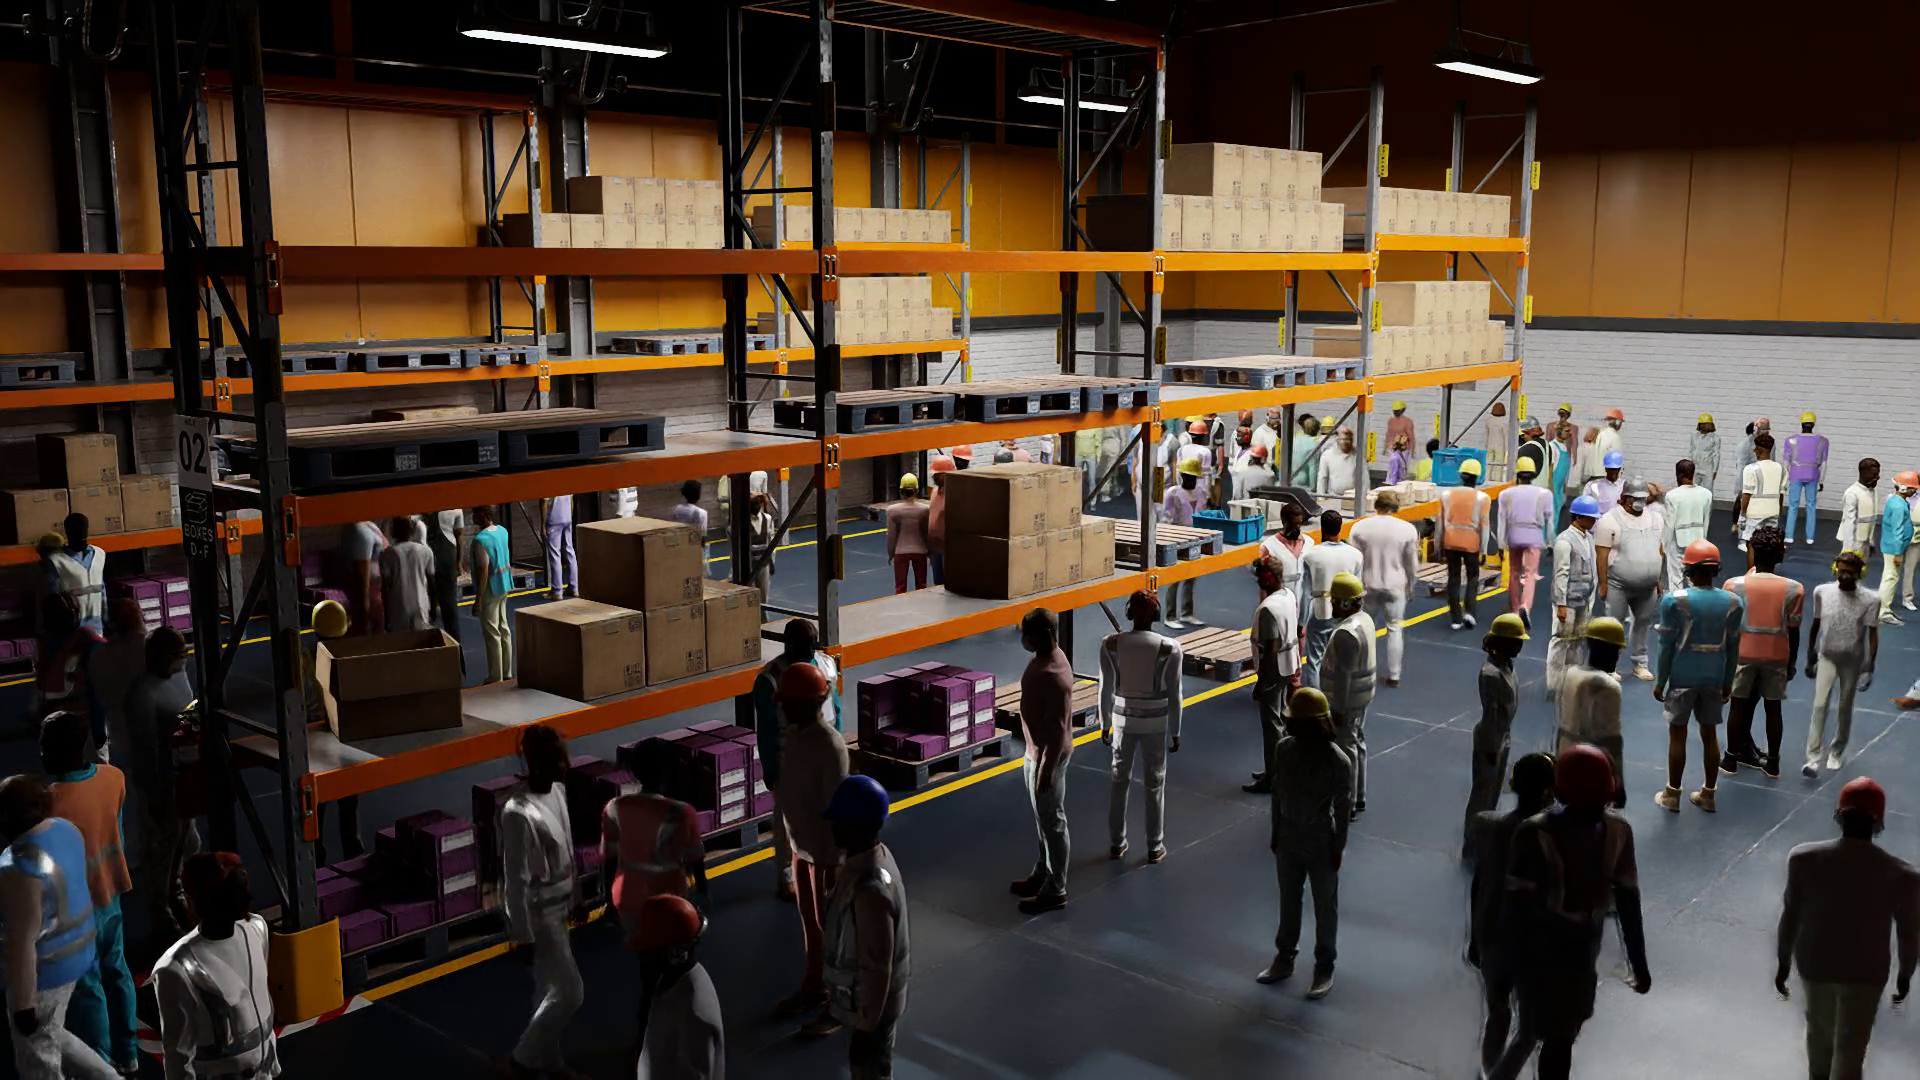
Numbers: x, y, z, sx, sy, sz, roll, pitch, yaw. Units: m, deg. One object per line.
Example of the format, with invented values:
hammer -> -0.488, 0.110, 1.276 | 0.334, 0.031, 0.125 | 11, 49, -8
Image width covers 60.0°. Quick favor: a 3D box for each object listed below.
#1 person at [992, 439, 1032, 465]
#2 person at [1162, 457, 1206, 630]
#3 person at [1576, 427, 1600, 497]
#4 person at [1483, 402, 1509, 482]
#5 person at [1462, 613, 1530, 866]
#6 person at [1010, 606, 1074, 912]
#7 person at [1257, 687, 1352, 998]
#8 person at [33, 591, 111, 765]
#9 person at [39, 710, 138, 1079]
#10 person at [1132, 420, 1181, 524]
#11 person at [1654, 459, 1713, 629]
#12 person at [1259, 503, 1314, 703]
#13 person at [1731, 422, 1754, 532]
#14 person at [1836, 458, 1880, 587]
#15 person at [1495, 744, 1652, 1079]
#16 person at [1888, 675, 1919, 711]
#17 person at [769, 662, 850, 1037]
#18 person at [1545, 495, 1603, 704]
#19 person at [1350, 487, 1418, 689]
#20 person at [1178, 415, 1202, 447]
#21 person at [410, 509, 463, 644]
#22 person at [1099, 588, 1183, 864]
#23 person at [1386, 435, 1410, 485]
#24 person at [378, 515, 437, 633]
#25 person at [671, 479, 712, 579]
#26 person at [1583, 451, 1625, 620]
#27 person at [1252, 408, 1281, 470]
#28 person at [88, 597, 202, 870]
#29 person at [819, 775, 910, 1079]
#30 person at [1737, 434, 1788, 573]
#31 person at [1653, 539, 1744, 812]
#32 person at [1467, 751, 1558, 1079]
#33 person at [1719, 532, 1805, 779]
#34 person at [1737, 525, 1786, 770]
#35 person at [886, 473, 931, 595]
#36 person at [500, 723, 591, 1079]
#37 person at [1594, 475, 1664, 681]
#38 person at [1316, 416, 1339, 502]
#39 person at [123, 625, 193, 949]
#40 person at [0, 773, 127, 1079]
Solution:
person -> 0.632, -0.514, 21.775 | 0.639, 1.902, 0.407 | -8, 12, -38
person -> 2.506, 0.028, 18.460 | 0.600, 1.923, 0.385 | -6, 11, -33
person -> 9.535, -0.910, 25.060 | 0.504, 1.594, 0.863 | 0, 10, 2
person -> 9.333, -1.579, 28.921 | 0.271, 1.632, 0.508 | -6, 11, -34
person -> 3.617, 1.342, 11.207 | 0.354, 1.734, 0.483 | 6, 11, 31
person -> 0.526, 1.363, 10.461 | 0.373, 1.937, 0.630 | -1, 10, -5
person -> 1.923, 1.664, 9.234 | 0.487, 1.744, 0.313 | 9, 13, 44
person -> -6.097, 1.250, 11.459 | 0.623, 1.835, 0.431 | 5, 11, 26
person -> -4.268, 1.765, 8.111 | 0.392, 1.920, 0.592 | 1, 10, 4
person -> 2.705, -0.805, 23.094 | 0.686, 2.000, 0.538 | 4, 10, 24
person -> 7.946, 0.068, 18.258 | 0.590, 1.915, 0.392 | -3, 10, -20
person -> 2.957, 0.598, 15.124 | 0.599, 1.908, 0.396 | -6, 11, -30
person -> 11.771, -0.918, 24.821 | 0.317, 1.694, 0.533 | -3, 10, -16
person -> 9.976, 0.028, 18.508 | 0.585, 1.912, 0.376 | -8, 13, -40
person -> 2.758, 1.861, 7.280 | 0.707, 1.999, 0.770 | -4, 10, -24
person -> 8.932, 0.665, 14.815 | 0.954, 1.894, 0.636 | 4, 10, 25
person -> -0.787, 1.618, 8.813 | 0.414, 1.986, 0.637 | -5, 11, -29
person -> 5.662, 0.547, 15.333 | 0.604, 1.939, 0.414 | -9, 13, -44
person -> 4.040, 0.455, 15.911 | 0.632, 1.935, 0.415 | 5, 11, 27
person -> 3.333, -0.930, 24.225 | 0.406, 1.912, 0.604 | 4, 10, 20
person -> -5.457, 0.200, 17.090 | 0.681, 2.000, 0.535 | -5, 11, -26
person -> 1.220, 1.258, 11.265 | 0.576, 1.880, 0.351 | 3, 10, 18
person -> 6.188, -0.681, 23.577 | 0.314, 1.631, 0.523 | 4, 10, 21
person -> -5.050, 0.633, 15.263 | 0.528, 1.790, 0.989 | -5, 11, -30
person -> -3.025, 0.145, 18.596 | 0.543, 1.657, 0.878 | 6, 11, 31
person -> 7.339, -0.045, 18.830 | 0.618, 1.945, 0.394 | 2, 10, 12
person -> 4.671, -1.036, 24.918 | 0.651, 1.895, 0.400 | -5, 11, -29
person -> -5.387, 1.303, 11.053 | 0.674, 1.871, 0.406 | 1, 10, 6
person -> -0.402, 1.930, 7.027 | 0.377, 1.950, 0.610 | -1, 10, -7
person -> 9.889, -0.331, 20.532 | 0.599, 1.958, 0.396 | -3, 10, -16
person -> 5.440, 1.007, 12.320 | 0.601, 2.036, 0.416 | -1, 10, -4
person -> 2.529, 1.887, 7.650 | 0.542, 1.842, 0.520 | -8, 12, -40
person -> 6.301, 0.908, 13.131 | 0.602, 1.957, 0.385 | 3, 10, 16
person -> 6.456, 0.852, 13.418 | 0.368, 1.967, 0.603 | 5, 11, 27
person -> -0.543, 0.150, 18.200 | 0.525, 1.772, 0.308 | -1, 10, -3
person -> -1.976, 1.798, 8.036 | 0.411, 1.870, 0.595 | 0, 10, 3
person -> 6.504, 0.366, 16.097 | 0.681, 2.000, 0.535 | -1, 10, -7
person -> 5.567, -1.007, 25.211 | 0.484, 1.738, 0.321 | -1, 10, -4
person -> -4.720, 1.455, 9.920 | 0.371, 1.934, 0.627 | -1, 10, -7
person -> -4.062, 1.935, 7.425 | 0.515, 1.810, 0.692 | -2, 10, -11
